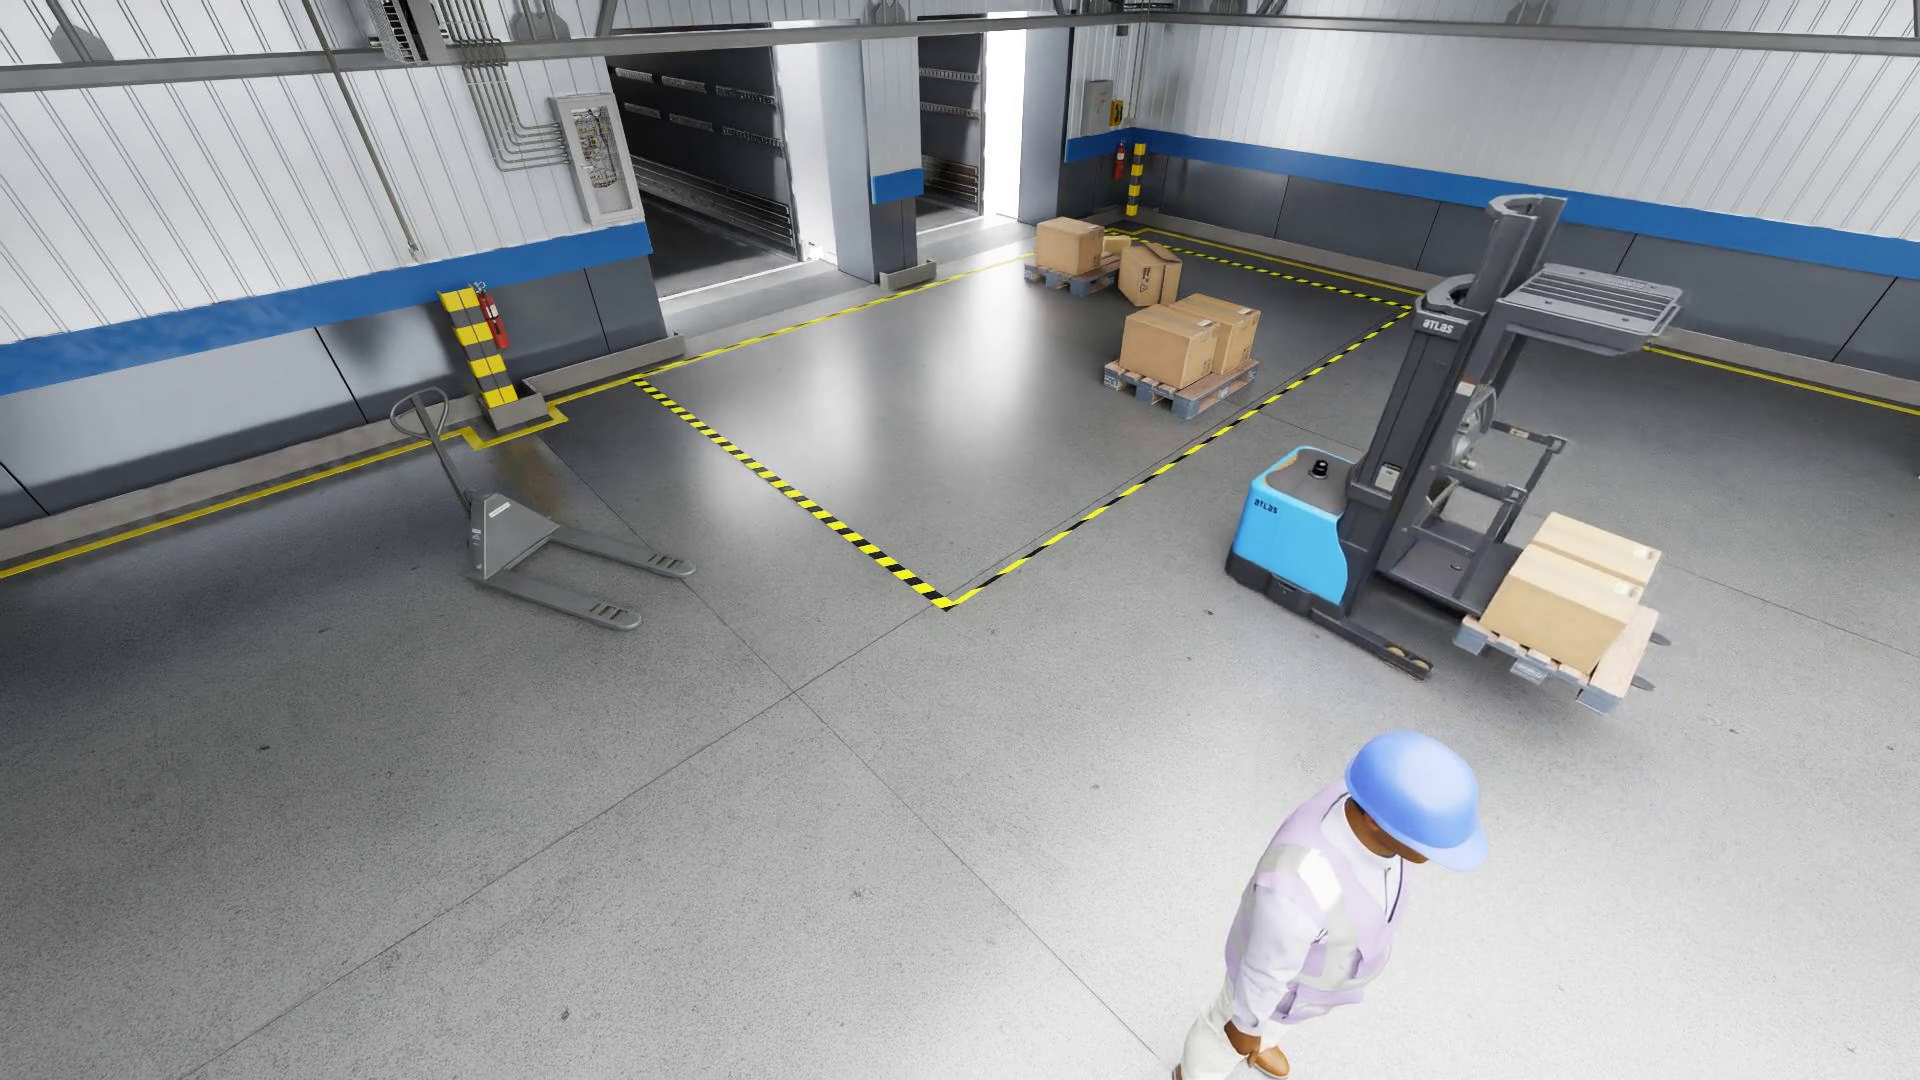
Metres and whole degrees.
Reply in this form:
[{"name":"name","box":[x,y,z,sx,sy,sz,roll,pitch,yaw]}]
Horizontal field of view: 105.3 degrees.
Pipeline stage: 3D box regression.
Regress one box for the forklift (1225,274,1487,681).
[{"name":"forklift","box":[2.327,-0.509,4.277,0.716,2.013,0.776,-30,47,-33]}]

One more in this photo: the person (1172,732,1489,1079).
[{"name":"person","box":[0.977,1.205,2.134,0.613,1.947,0.386,-28,46,-31]}]

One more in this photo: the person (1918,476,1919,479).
[{"name":"person","box":[7.875,-1.103,5.286,0.492,1.742,0.312,-1,38,-1]}]

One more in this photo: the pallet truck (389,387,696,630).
[{"name":"pallet truck","box":[-2.613,-0.247,4.593,1.601,1.201,0.680,14,40,17]}]
